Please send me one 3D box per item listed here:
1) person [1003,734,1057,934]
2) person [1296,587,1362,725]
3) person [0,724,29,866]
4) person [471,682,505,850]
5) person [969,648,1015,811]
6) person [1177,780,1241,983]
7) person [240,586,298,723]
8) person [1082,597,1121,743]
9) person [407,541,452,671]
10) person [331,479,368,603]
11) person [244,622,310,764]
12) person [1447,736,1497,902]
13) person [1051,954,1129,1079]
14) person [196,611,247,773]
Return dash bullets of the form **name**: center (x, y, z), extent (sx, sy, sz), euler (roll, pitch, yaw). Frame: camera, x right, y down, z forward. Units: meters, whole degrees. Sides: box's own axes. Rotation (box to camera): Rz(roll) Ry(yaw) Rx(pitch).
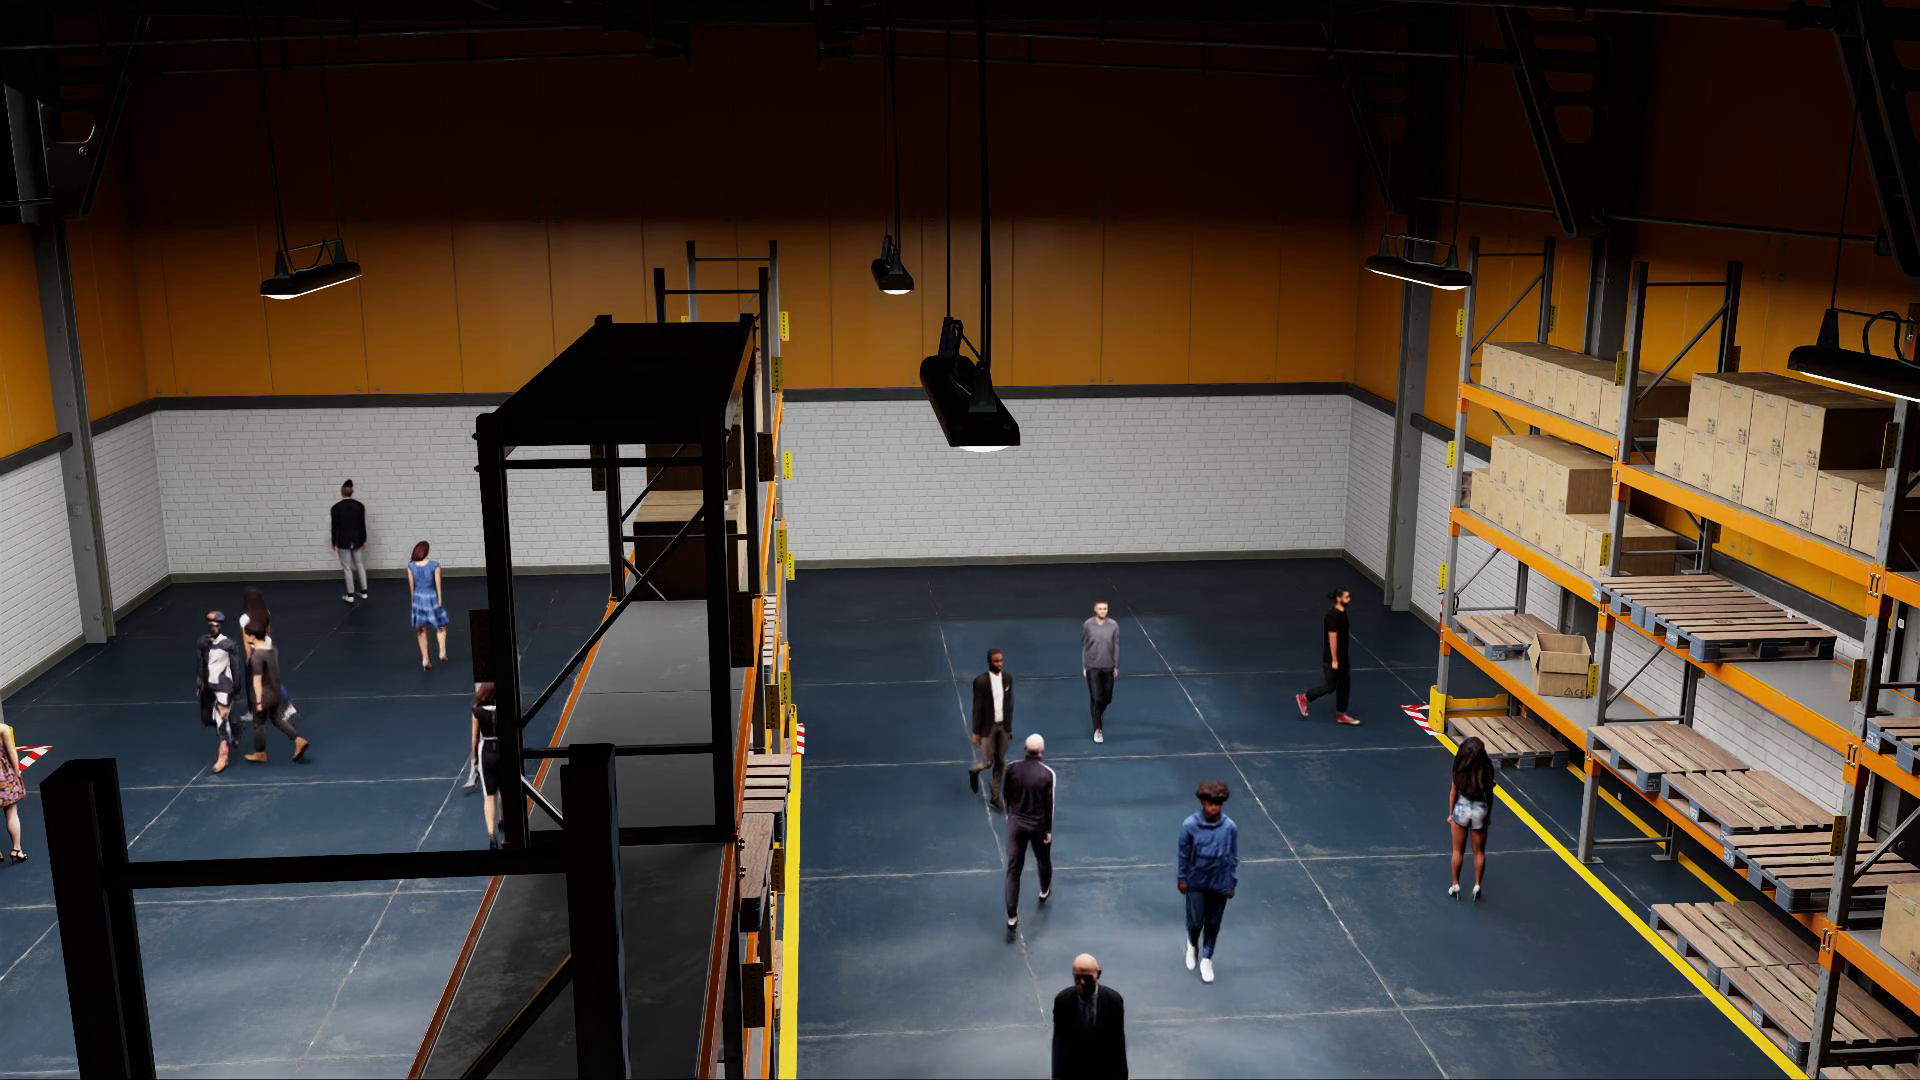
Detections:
- **person**: center (0.593, 2.718, 15.232), extent (0.918, 1.777, 1.343), euler (3, 14, 12)
- **person**: center (4.583, 1.440, 20.589), extent (1.045, 1.740, 1.059), euler (7, 15, 28)
- **person**: center (-9.604, 2.392, 16.583), extent (0.677, 1.775, 0.680), euler (-2, 14, -10)
- **person**: center (-4.730, 2.325, 16.909), extent (0.703, 1.752, 1.180), euler (-3, 14, -14)
- **person**: center (0.309, 2.030, 18.051), extent (0.887, 1.787, 1.003), euler (-8, 16, -29)
- **person**: center (2.128, 2.905, 14.412), extent (0.690, 1.799, 0.651), euler (0, 14, -2)
- **person**: center (-8.552, 1.453, 20.522), extent (1.039, 1.745, 1.095), euler (7, 15, 27)
- **person**: center (1.691, 1.532, 20.206), extent (0.664, 1.740, 1.030), euler (0, 14, 0)
- **person**: center (-7.284, 0.938, 22.620), extent (0.657, 1.760, 0.747), euler (-1, 14, -3)
- **person**: center (-9.572, 0.000, 26.086), extent (0.813, 1.951, 0.850), euler (-13, 18, -42)
- **person**: center (-7.960, 1.782, 19.287), extent (0.889, 1.688, 1.018), euler (2, 14, 9)
- **person**: center (4.857, 2.650, 15.833), extent (0.611, 1.627, 0.618), euler (2, 14, 8)
- **person**: center (0.891, 3.638, 11.423), extent (0.763, 1.781, 0.959), euler (1, 14, 5)
- **person**: center (-8.514, 1.701, 19.231), extent (0.887, 1.871, 1.064), euler (4, 14, 15)
